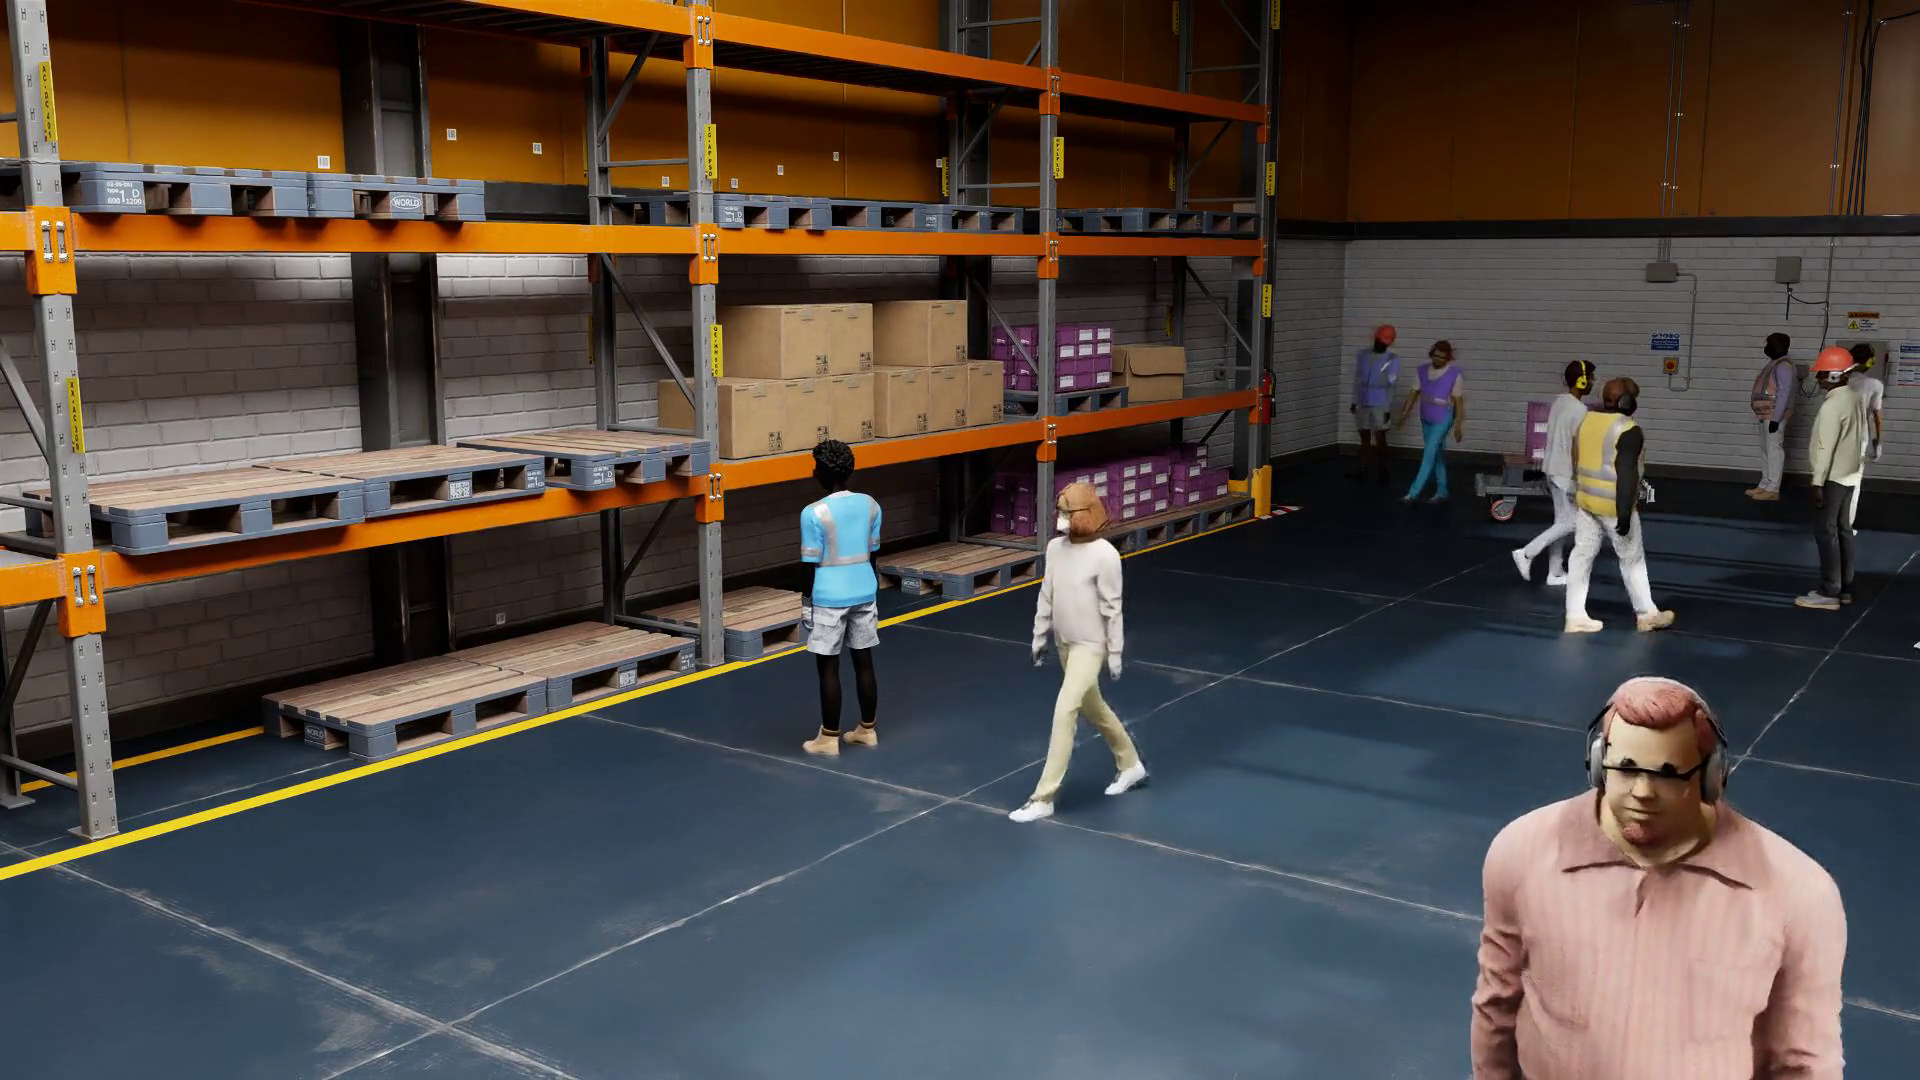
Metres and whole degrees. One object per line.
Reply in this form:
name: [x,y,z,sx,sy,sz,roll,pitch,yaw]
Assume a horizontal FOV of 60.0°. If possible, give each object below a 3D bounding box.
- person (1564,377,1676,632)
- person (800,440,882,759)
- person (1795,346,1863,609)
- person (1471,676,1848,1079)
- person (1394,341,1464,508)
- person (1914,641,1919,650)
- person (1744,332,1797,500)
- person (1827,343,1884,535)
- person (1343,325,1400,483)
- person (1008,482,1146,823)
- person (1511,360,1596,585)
person: [4.692,-0.240,11.746,0.874,1.806,0.660,-3,10,-15]
person: [-0.634,0.314,8.810,0.534,1.694,0.321,-9,13,-44]
person: [6.604,-0.474,12.631,0.404,1.985,0.611,9,13,43]
person: [1.244,1.190,3.054,0.648,1.882,0.728,4,10,23]
person: [4.975,-1.220,17.686,0.949,1.775,0.656,-5,11,-28]
person: [6.696,-0.043,11.087,0.521,1.638,0.311,9,13,43]
person: [8.944,-1.360,18.335,0.429,1.844,0.626,3,10,15]
person: [8.449,-0.940,15.778,0.420,1.856,0.564,-9,13,-44]
person: [4.857,-1.613,19.744,0.375,1.890,0.706,-9,13,-44]
person: [0.590,0.505,7.964,0.855,1.591,0.516,-6,11,-32]
person: [4.758,-0.520,13.337,0.587,1.848,0.534,-1,10,-8]
